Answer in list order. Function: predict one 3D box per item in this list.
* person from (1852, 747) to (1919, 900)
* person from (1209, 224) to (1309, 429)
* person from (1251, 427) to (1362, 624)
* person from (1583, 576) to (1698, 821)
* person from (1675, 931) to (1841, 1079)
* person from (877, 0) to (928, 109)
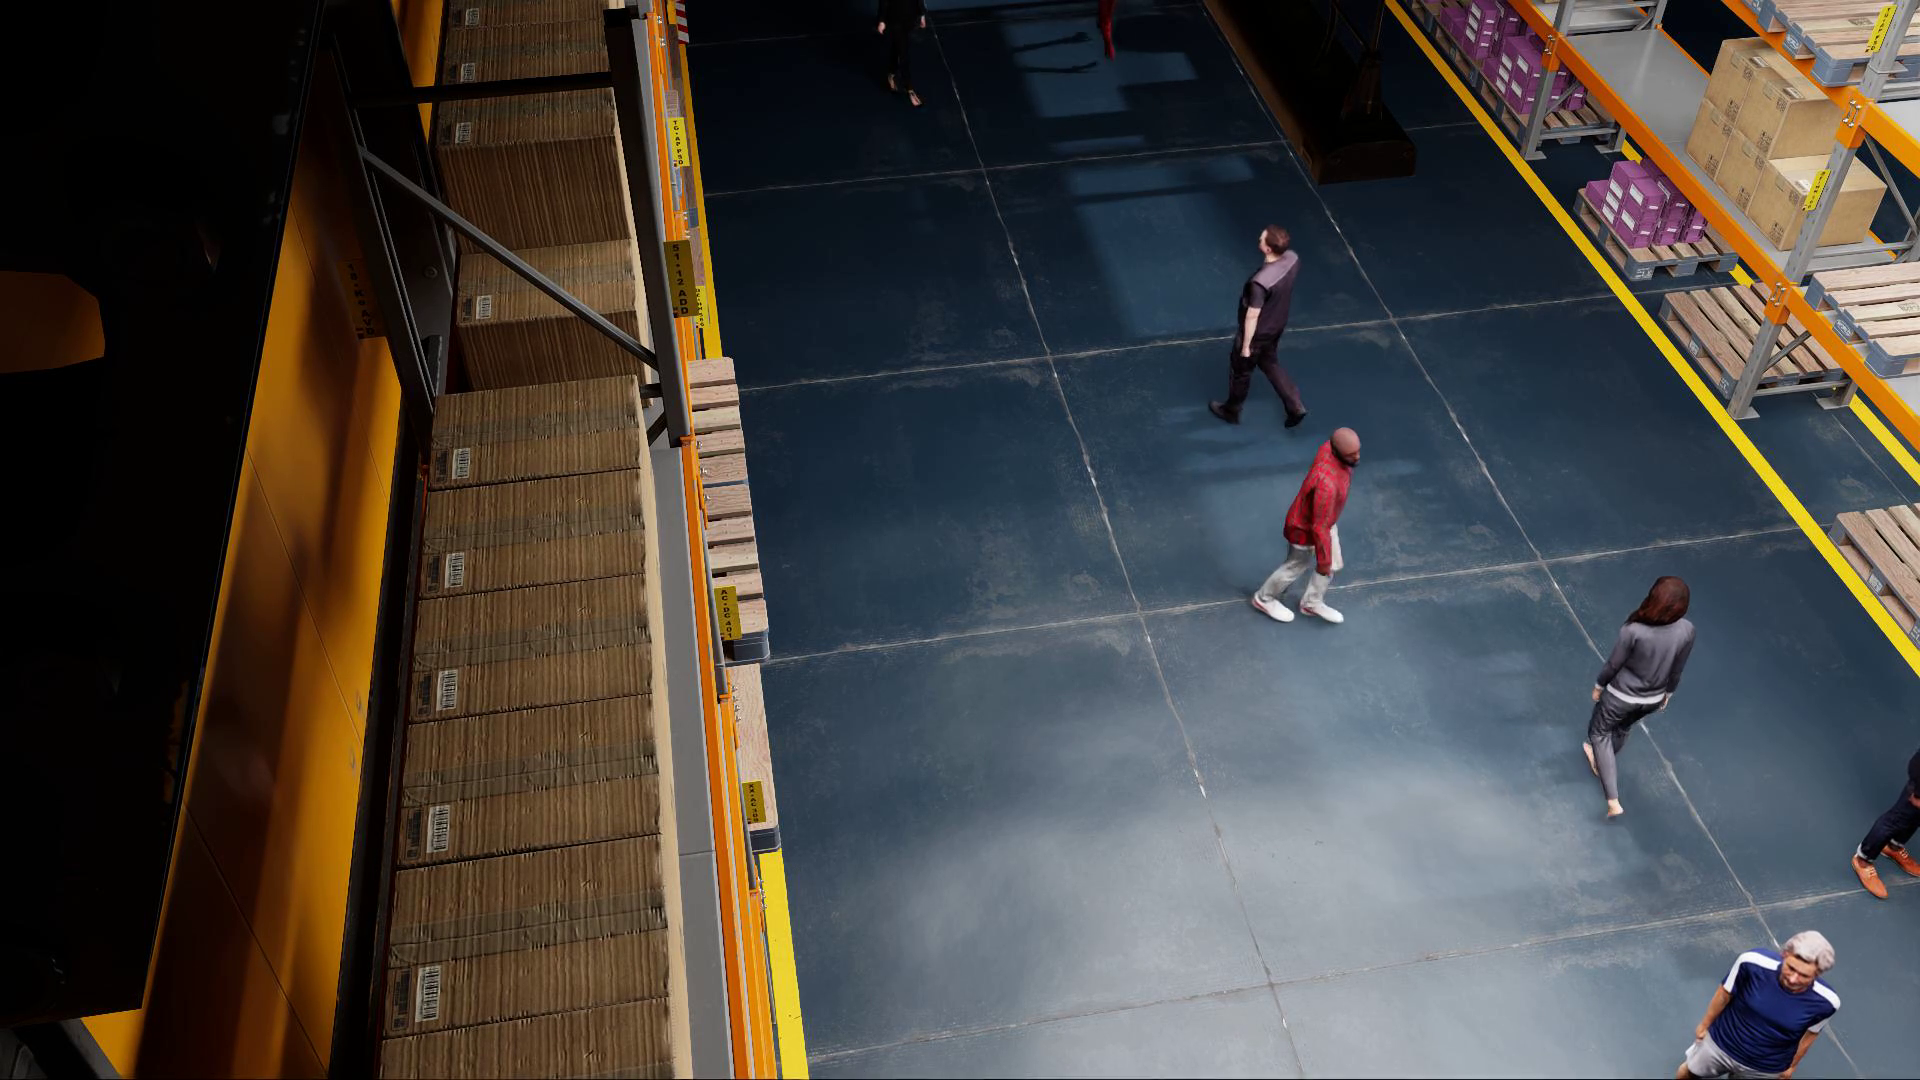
[{"bbox_3d":[5.614,1.325,9.508,0.755,1.818,0.706,-19,47,-18],"label":"person"},{"bbox_3d":[2.345,-1.556,12.521,1.166,1.831,1.061,31,52,29],"label":"person"},{"bbox_3d":[2.272,-0.122,11.045,1.006,1.792,0.968,13,45,14],"label":"person"},{"bbox_3d":[4.059,0.970,9.930,0.697,1.749,0.988,-2,44,-2],"label":"person"},{"bbox_3d":[3.930,2.487,8.272,0.716,1.838,0.770,25,49,24],"label":"person"},{"bbox_3d":[-0.636,-5.162,16.418,0.908,1.679,1.046,-29,51,-27],"label":"person"}]
